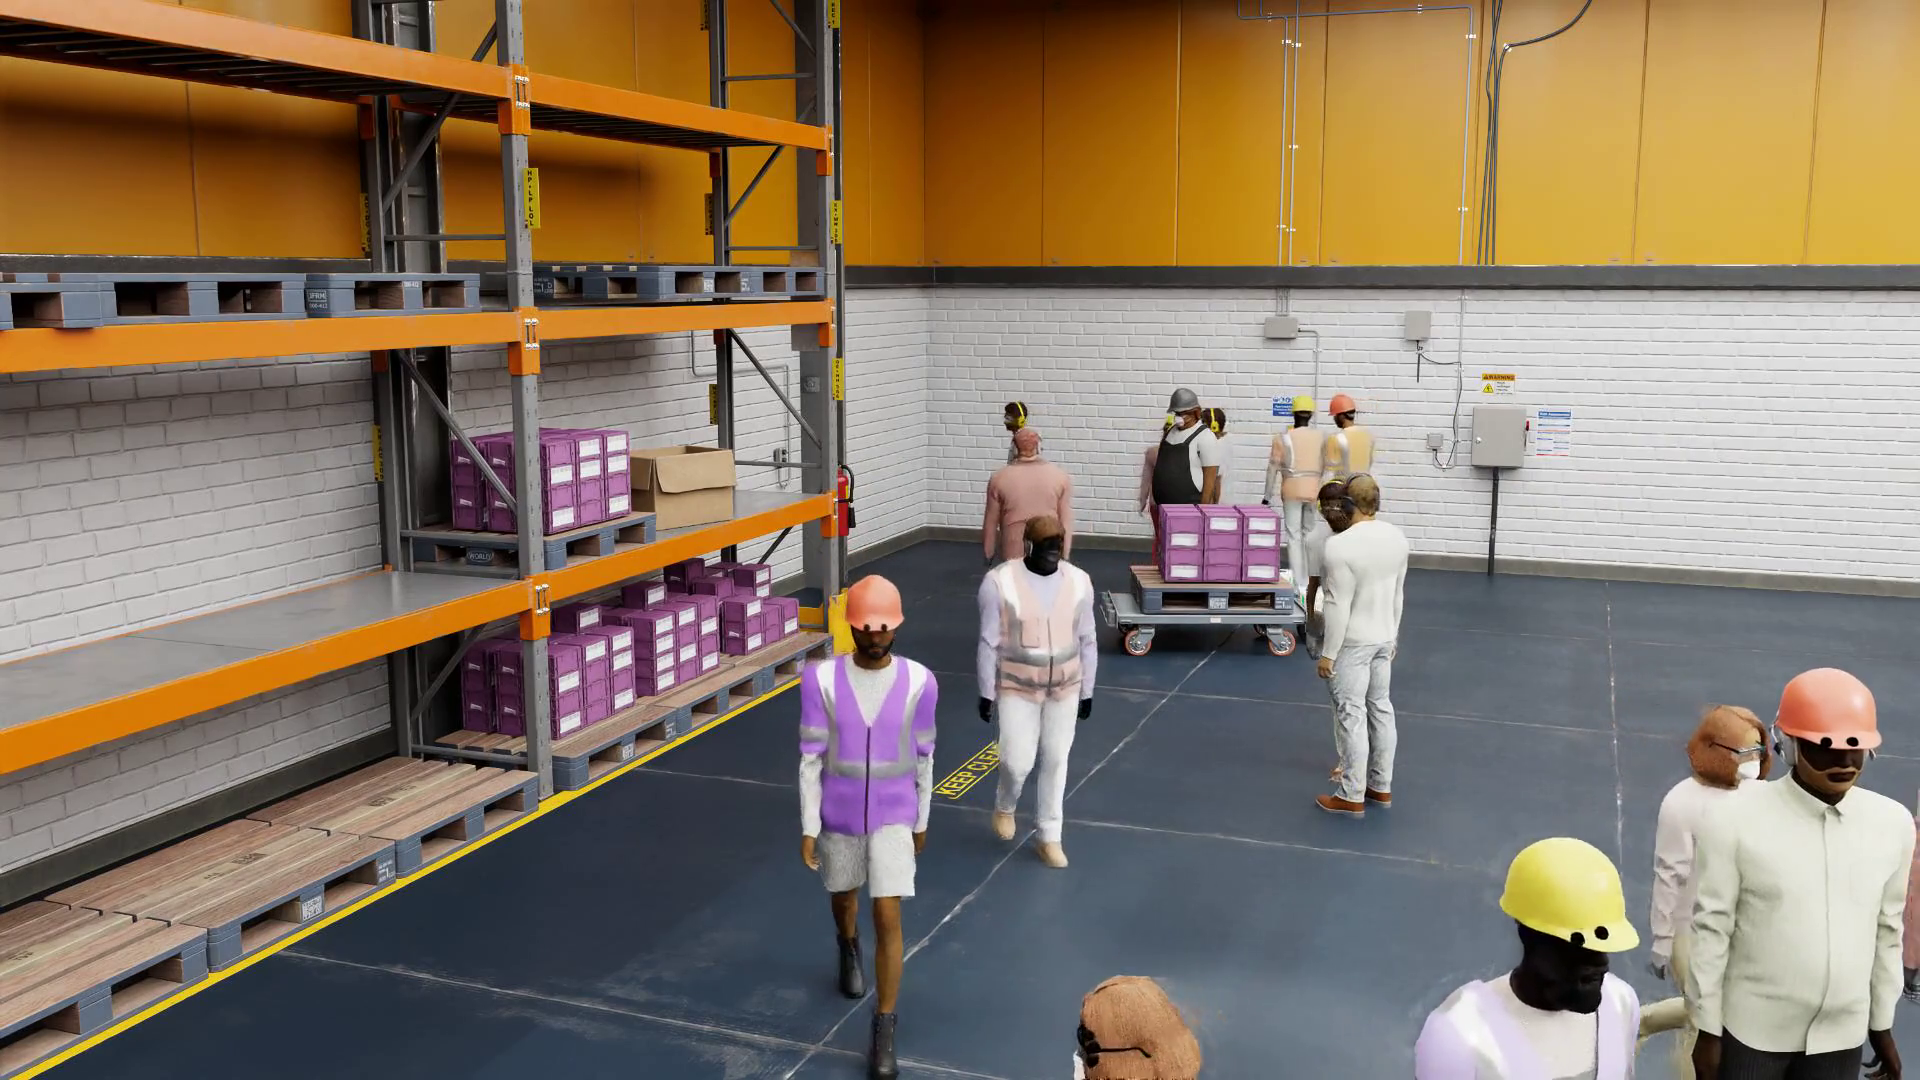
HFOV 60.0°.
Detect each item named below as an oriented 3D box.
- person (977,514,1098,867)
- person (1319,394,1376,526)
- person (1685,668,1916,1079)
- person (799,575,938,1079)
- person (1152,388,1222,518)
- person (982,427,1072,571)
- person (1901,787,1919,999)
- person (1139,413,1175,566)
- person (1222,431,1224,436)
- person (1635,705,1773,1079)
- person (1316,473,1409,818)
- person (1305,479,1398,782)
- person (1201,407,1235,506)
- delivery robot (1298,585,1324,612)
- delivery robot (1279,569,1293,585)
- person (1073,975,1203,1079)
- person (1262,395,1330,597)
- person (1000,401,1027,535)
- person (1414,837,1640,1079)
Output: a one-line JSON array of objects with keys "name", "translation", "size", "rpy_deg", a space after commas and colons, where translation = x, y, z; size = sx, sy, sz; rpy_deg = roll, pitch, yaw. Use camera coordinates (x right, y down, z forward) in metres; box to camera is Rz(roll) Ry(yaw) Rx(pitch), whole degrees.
[{"name": "person", "translation": [0.399, 0.763, 8.588], "size": [0.649, 1.829, 0.480], "rpy_deg": [-3, 9, -16]}, {"name": "person", "translation": [3.675, -0.427, 15.814], "size": [0.602, 1.909, 0.417], "rpy_deg": [-5, 10, -26]}, {"name": "person", "translation": [2.296, 1.321, 4.564], "size": [0.612, 1.996, 0.389], "rpy_deg": [0, 9, -3]}, {"name": "person", "translation": [-0.359, 1.048, 6.604], "size": [0.540, 1.904, 0.978], "rpy_deg": [0, 9, -2]}, {"name": "person", "translation": [1.993, -0.369, 15.036], "size": [0.538, 2.000, 0.681], "rpy_deg": [-6, 11, -34]}, {"name": "person", "translation": [0.497, 0.064, 12.826], "size": [0.665, 1.873, 0.839], "rpy_deg": [-1, 9, -7]}, {"name": "person", "translation": [3.244, 1.265, 5.249], "size": [0.667, 1.887, 0.471], "rpy_deg": [-1, 9, -6]}, {"name": "person", "translation": [1.980, -0.333, 15.710], "size": [0.560, 1.747, 0.400], "rpy_deg": [5, 10, 30]}, {"name": "person", "translation": [2.314, -0.312, 16.051], "size": [0.745, 1.598, 0.571], "rpy_deg": [3, 9, 17]}, {"name": "person", "translation": [2.528, 1.323, 5.789], "size": [0.507, 1.612, 0.667], "rpy_deg": [-4, 10, -26]}, {"name": "person", "translation": [2.251, 0.588, 9.346], "size": [0.633, 1.936, 0.353], "rpy_deg": [-7, 11, -38]}, {"name": "person", "translation": [2.364, 0.529, 10.043], "size": [0.565, 1.836, 0.569], "rpy_deg": [5, 10, 29]}, {"name": "person", "translation": [2.450, -0.307, 15.323], "size": [0.800, 1.839, 0.575], "rpy_deg": [3, 10, 21]}, {"name": "delivery robot", "translation": [3.175, 0.519, 13.812], "size": [0.707, 0.478, 0.477], "rpy_deg": [1, 9, 8]}, {"name": "delivery robot", "translation": [2.587, 0.373, 14.732], "size": [0.707, 0.478, 0.477], "rpy_deg": [1, 9, 8]}, {"name": "person", "translation": [0.465, 1.684, 3.474], "size": [0.667, 1.614, 0.507], "rpy_deg": [0, 9, 3]}, {"name": "person", "translation": [3.225, -0.430, 15.872], "size": [0.617, 1.899, 0.703], "rpy_deg": [-1, 9, -9]}, {"name": "person", "translation": [0.593, -0.409, 15.915], "size": [0.709, 1.845, 0.594], "rpy_deg": [0, 9, 3]}, {"name": "person", "translation": [1.234, 1.544, 3.546], "size": [0.610, 1.874, 0.981], "rpy_deg": [-4, 10, -22]}]
